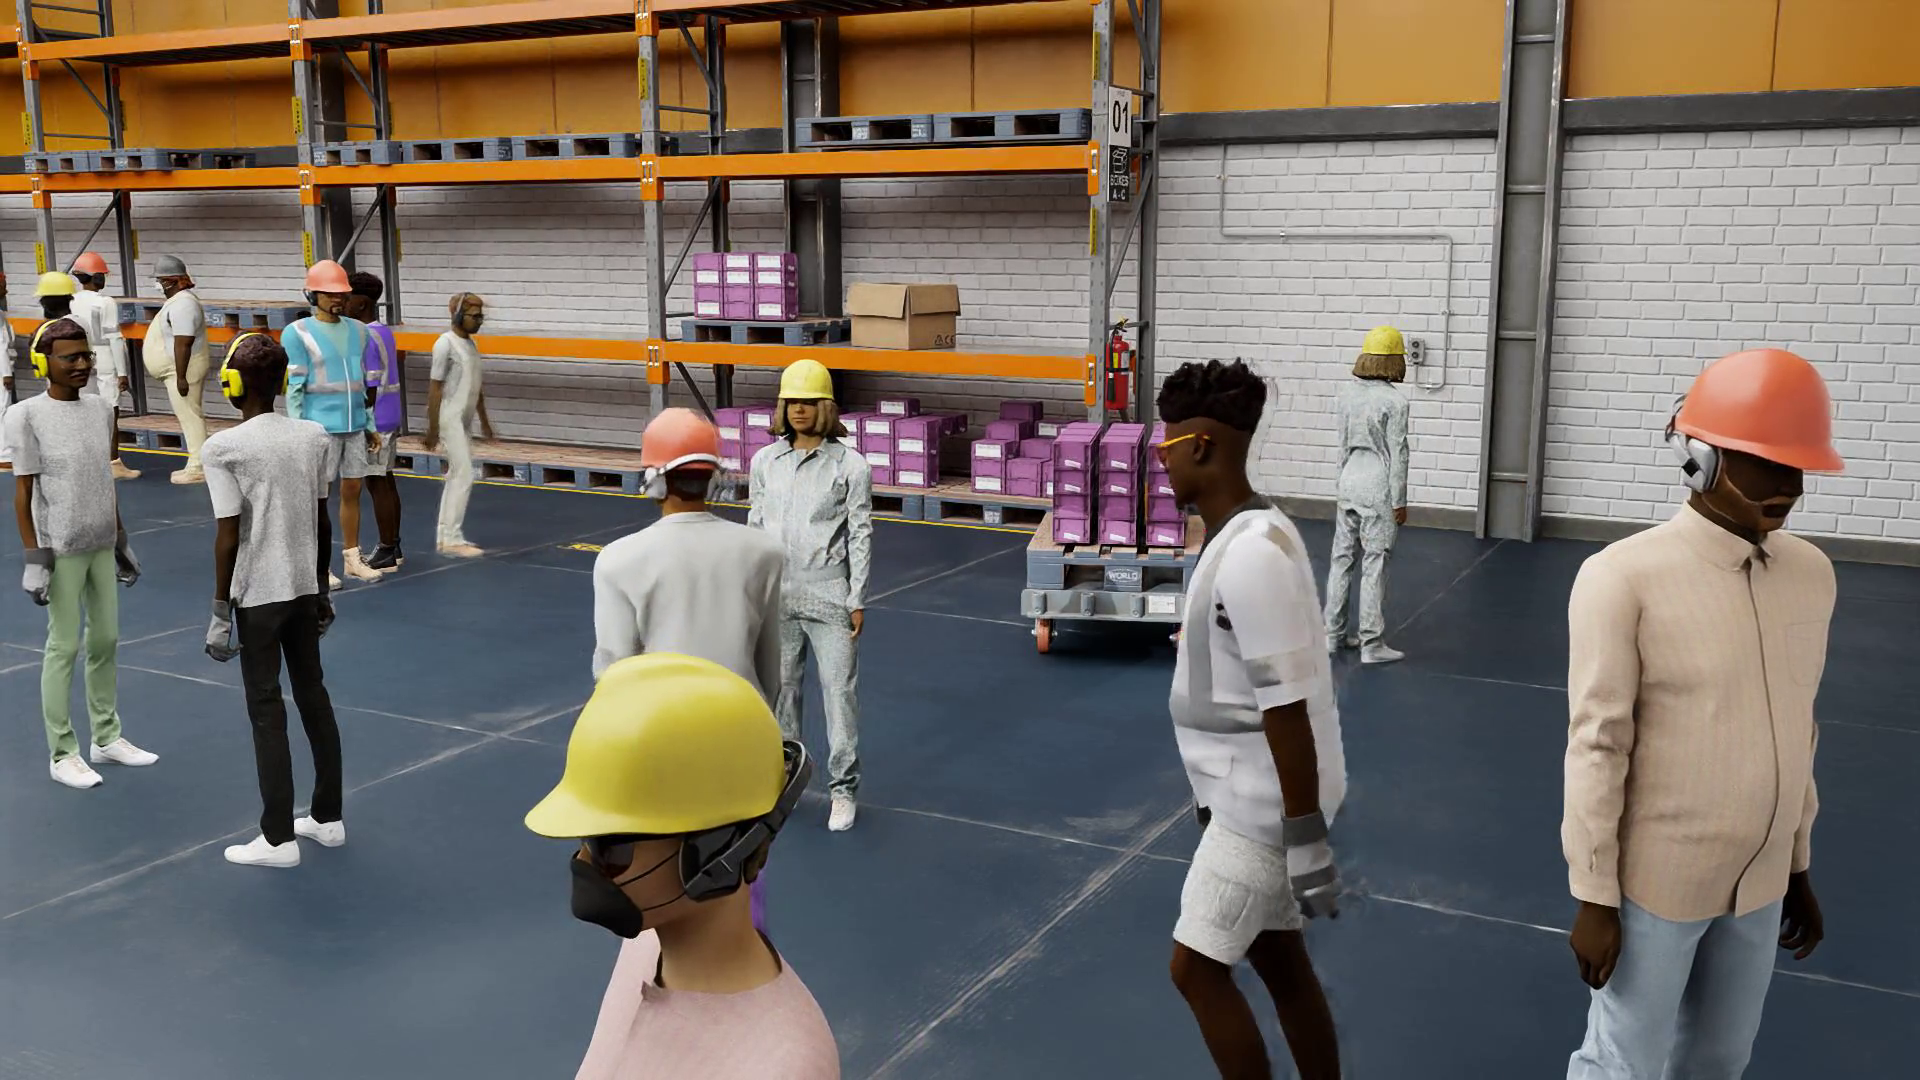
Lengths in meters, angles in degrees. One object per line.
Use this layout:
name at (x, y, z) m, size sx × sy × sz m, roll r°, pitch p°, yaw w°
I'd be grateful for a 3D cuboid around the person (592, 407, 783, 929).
person at (-0.752, 0.506, 4.538) m, size 0.590 × 1.728 × 0.589 m, roll -7°, pitch 13°, yaw -35°

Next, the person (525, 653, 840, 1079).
person at (-0.286, 0.985, 1.828) m, size 0.308 × 1.769 × 0.524 m, roll -6°, pitch 12°, yaw -29°

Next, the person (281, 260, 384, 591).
person at (-3.881, -0.713, 10.374) m, size 0.380 × 2.041 × 0.616 m, roll 7°, pitch 12°, yaw 33°

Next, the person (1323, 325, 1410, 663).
person at (2.147, -0.240, 8.641) m, size 0.343 × 1.735 × 0.484 m, roll -6°, pitch 12°, yaw -30°

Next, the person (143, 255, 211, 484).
person at (-6.983, -1.527, 14.842) m, size 0.535 × 2.000 × 0.683 m, roll -4°, pitch 11°, yaw -20°

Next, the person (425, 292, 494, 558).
person at (-3.431, -0.780, 11.373) m, size 0.436 × 1.819 × 0.522 m, roll 1°, pitch 10°, yaw 4°

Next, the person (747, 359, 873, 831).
person at (-0.564, 0.208, 6.144) m, size 0.488 × 1.746 × 0.290 m, roll 3°, pitch 11°, yaw 14°

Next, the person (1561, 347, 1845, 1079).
person at (1.400, 0.632, 3.150) m, size 0.608 × 1.990 × 0.385 m, roll -5°, pitch 11°, yaw -24°

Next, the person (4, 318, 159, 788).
person at (-3.533, 0.046, 6.690) m, size 0.316 × 1.870 × 0.532 m, roll 3°, pitch 11°, yaw 17°

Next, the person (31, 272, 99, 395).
person at (-6.670, -1.041, 12.502) m, size 0.401 × 1.922 × 0.653 m, roll -4°, pitch 11°, yaw -20°

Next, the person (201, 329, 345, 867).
person at (-2.403, 0.208, 5.801) m, size 0.328 × 1.872 × 0.513 m, roll 5°, pitch 11°, yaw 26°

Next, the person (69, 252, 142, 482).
person at (-7.712, -1.544, 14.916) m, size 0.616 × 2.046 × 0.368 m, roll 4°, pitch 11°, yaw 19°

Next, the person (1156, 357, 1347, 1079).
person at (0.679, 0.560, 3.709) m, size 0.575 × 1.922 × 0.619 m, roll 3°, pitch 11°, yaw 13°

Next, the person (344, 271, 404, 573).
person at (-3.846, -0.765, 10.869) m, size 0.367 × 1.967 × 0.607 m, roll -1°, pitch 10°, yaw -8°
